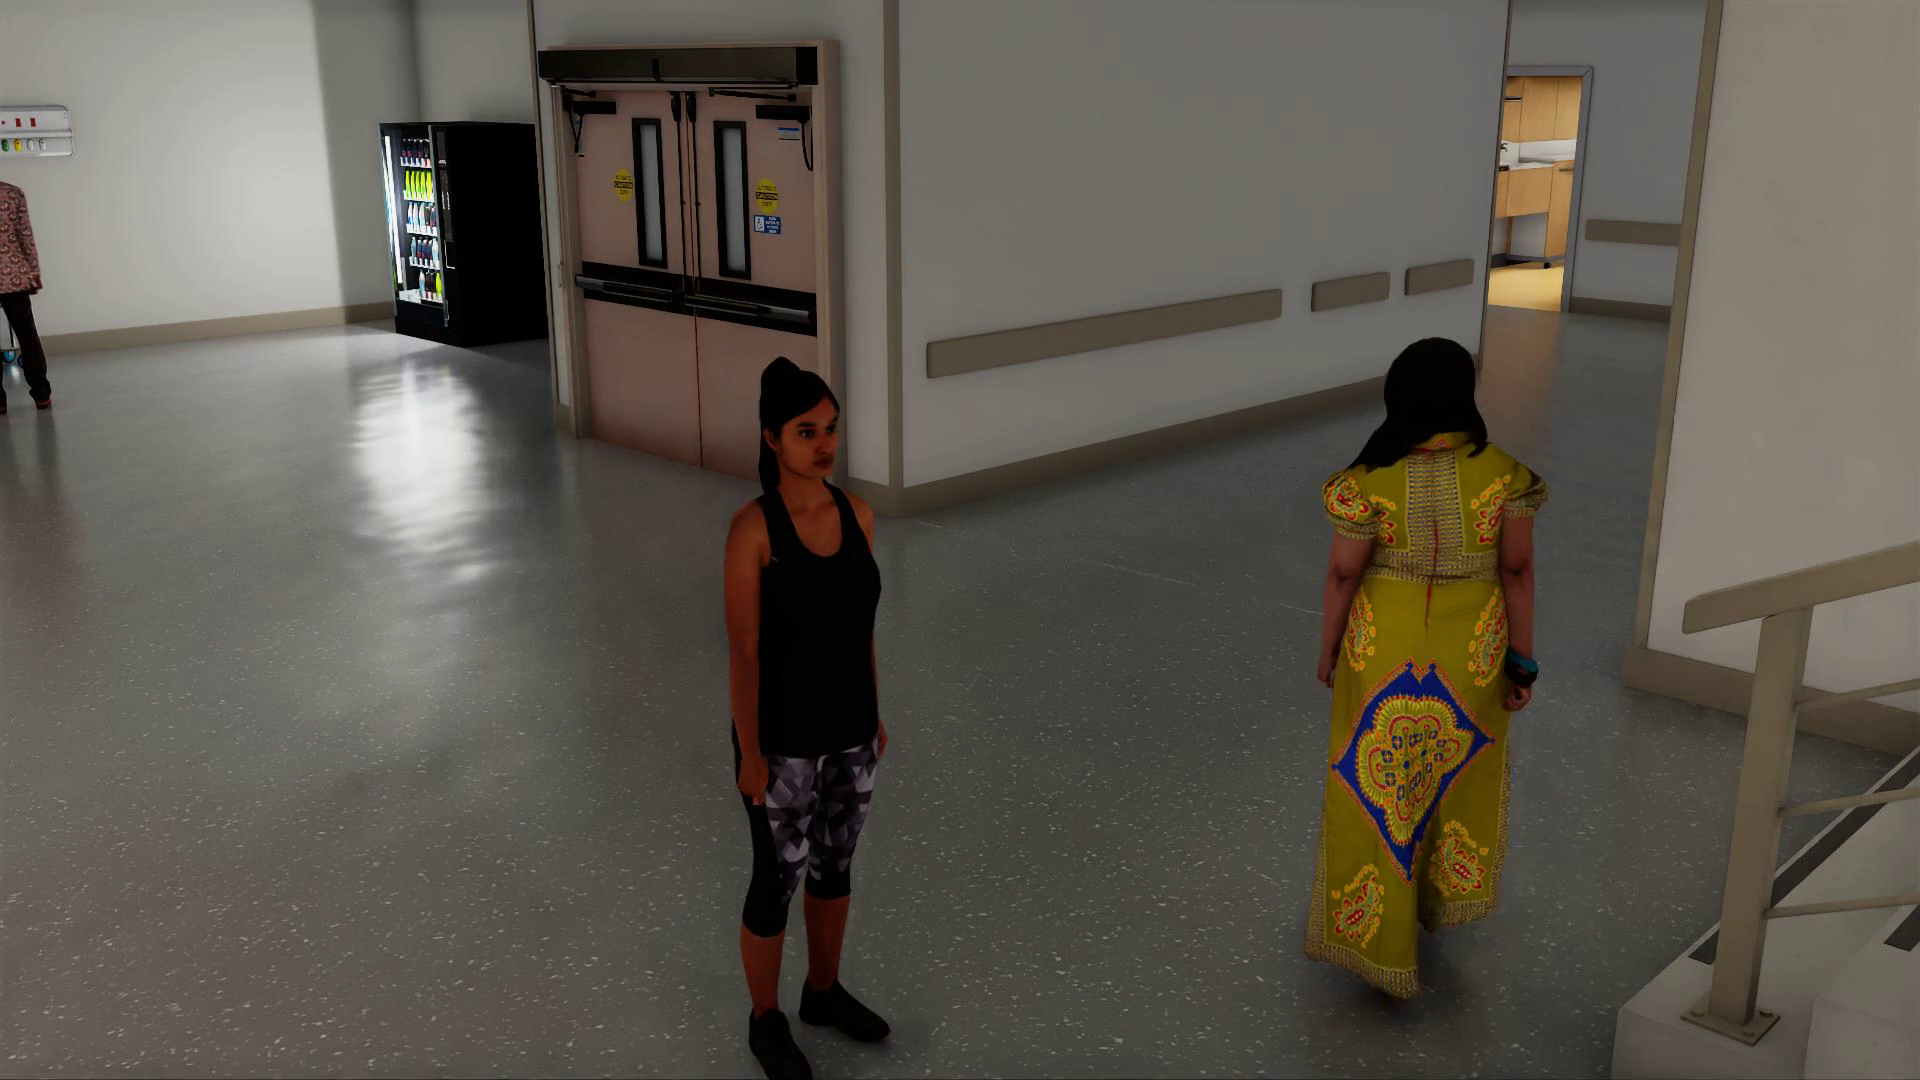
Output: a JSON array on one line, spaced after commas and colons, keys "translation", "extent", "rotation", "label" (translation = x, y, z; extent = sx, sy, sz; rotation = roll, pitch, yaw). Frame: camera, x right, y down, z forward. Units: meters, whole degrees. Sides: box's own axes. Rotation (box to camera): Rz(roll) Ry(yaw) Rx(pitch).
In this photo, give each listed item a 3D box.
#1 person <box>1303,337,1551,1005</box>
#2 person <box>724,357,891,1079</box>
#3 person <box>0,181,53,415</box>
[{"translation": [1.157, 0.351, 4.075], "extent": [1.121, 1.634, 1.169], "rotation": [0, 16, 1], "label": "person"}, {"translation": [-0.353, 0.413, 3.804], "extent": [0.502, 1.663, 0.586], "rotation": [14, 21, 41], "label": "person"}, {"translation": [-6.558, -1.780, 11.316], "extent": [0.716, 1.808, 0.611], "rotation": [-12, 20, -37], "label": "person"}]
